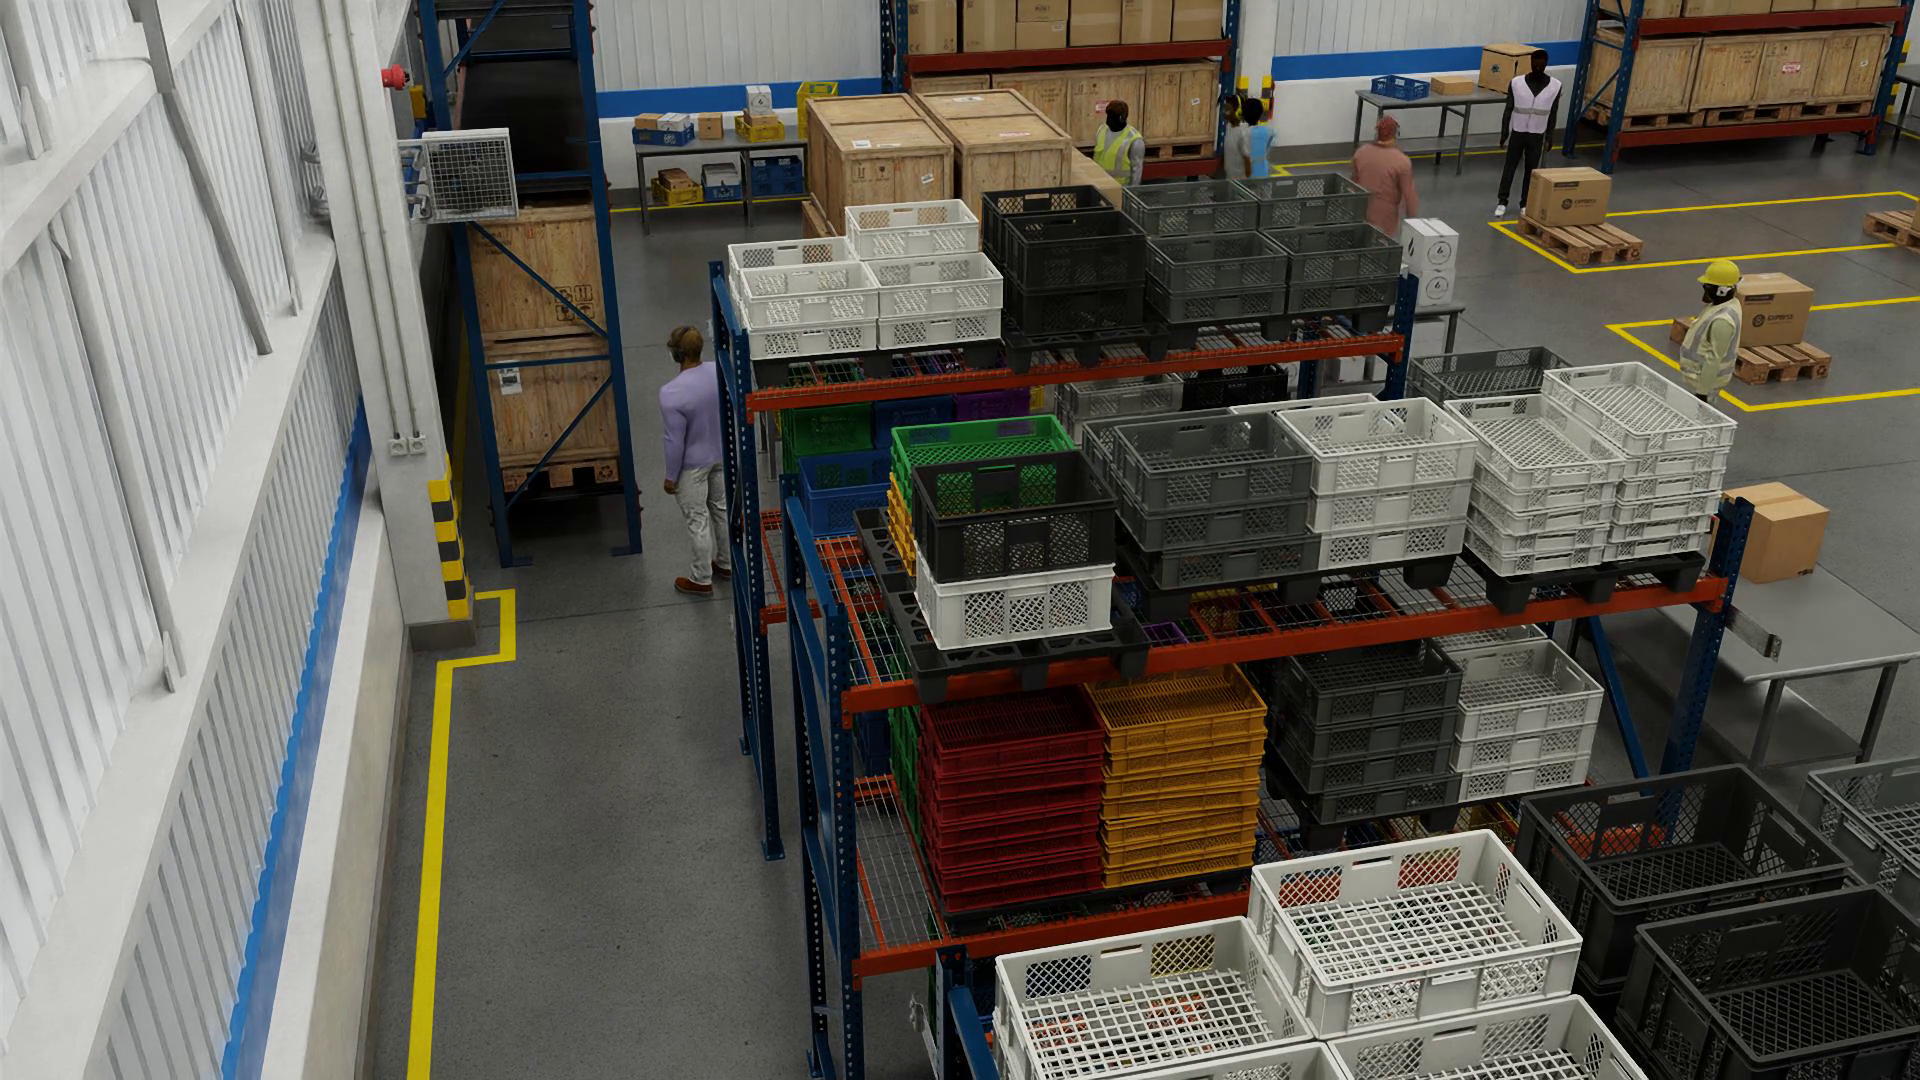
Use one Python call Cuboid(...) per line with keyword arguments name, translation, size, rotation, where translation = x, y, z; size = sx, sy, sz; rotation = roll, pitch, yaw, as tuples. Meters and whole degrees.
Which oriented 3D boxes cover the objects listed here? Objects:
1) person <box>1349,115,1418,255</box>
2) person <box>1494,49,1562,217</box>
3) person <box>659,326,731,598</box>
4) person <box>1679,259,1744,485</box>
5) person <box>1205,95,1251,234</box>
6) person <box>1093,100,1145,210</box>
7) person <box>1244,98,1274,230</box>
Cuboid(name="person", translation=(4.200, -3.223, 16.417), size=(0.523, 1.889, 0.719), rotation=(-20, 34, -33))
Cuboid(name="person", translation=(6.527, -4.674, 19.134), size=(0.596, 1.915, 0.372), rotation=(6, 28, 11))
Cuboid(name="person", translation=(-1.778, -0.537, 11.262), size=(0.372, 1.940, 0.631), rotation=(17, 32, 29))
Cuboid(name="person", translation=(5.716, -1.273, 12.780), size=(0.403, 1.823, 0.590), rotation=(12, 30, 21))
Cuboid(name="person", translation=(2.814, -3.773, 17.528), size=(0.999, 1.821, 0.516), rotation=(-2, 28, -4))
Cuboid(name="person", translation=(1.587, -3.627, 17.226), size=(0.430, 1.845, 0.619), rotation=(-23, 36, -37))
Cuboid(name="person", translation=(3.140, -3.948, 18.014), size=(0.536, 1.663, 0.742), rotation=(-15, 31, -26))
